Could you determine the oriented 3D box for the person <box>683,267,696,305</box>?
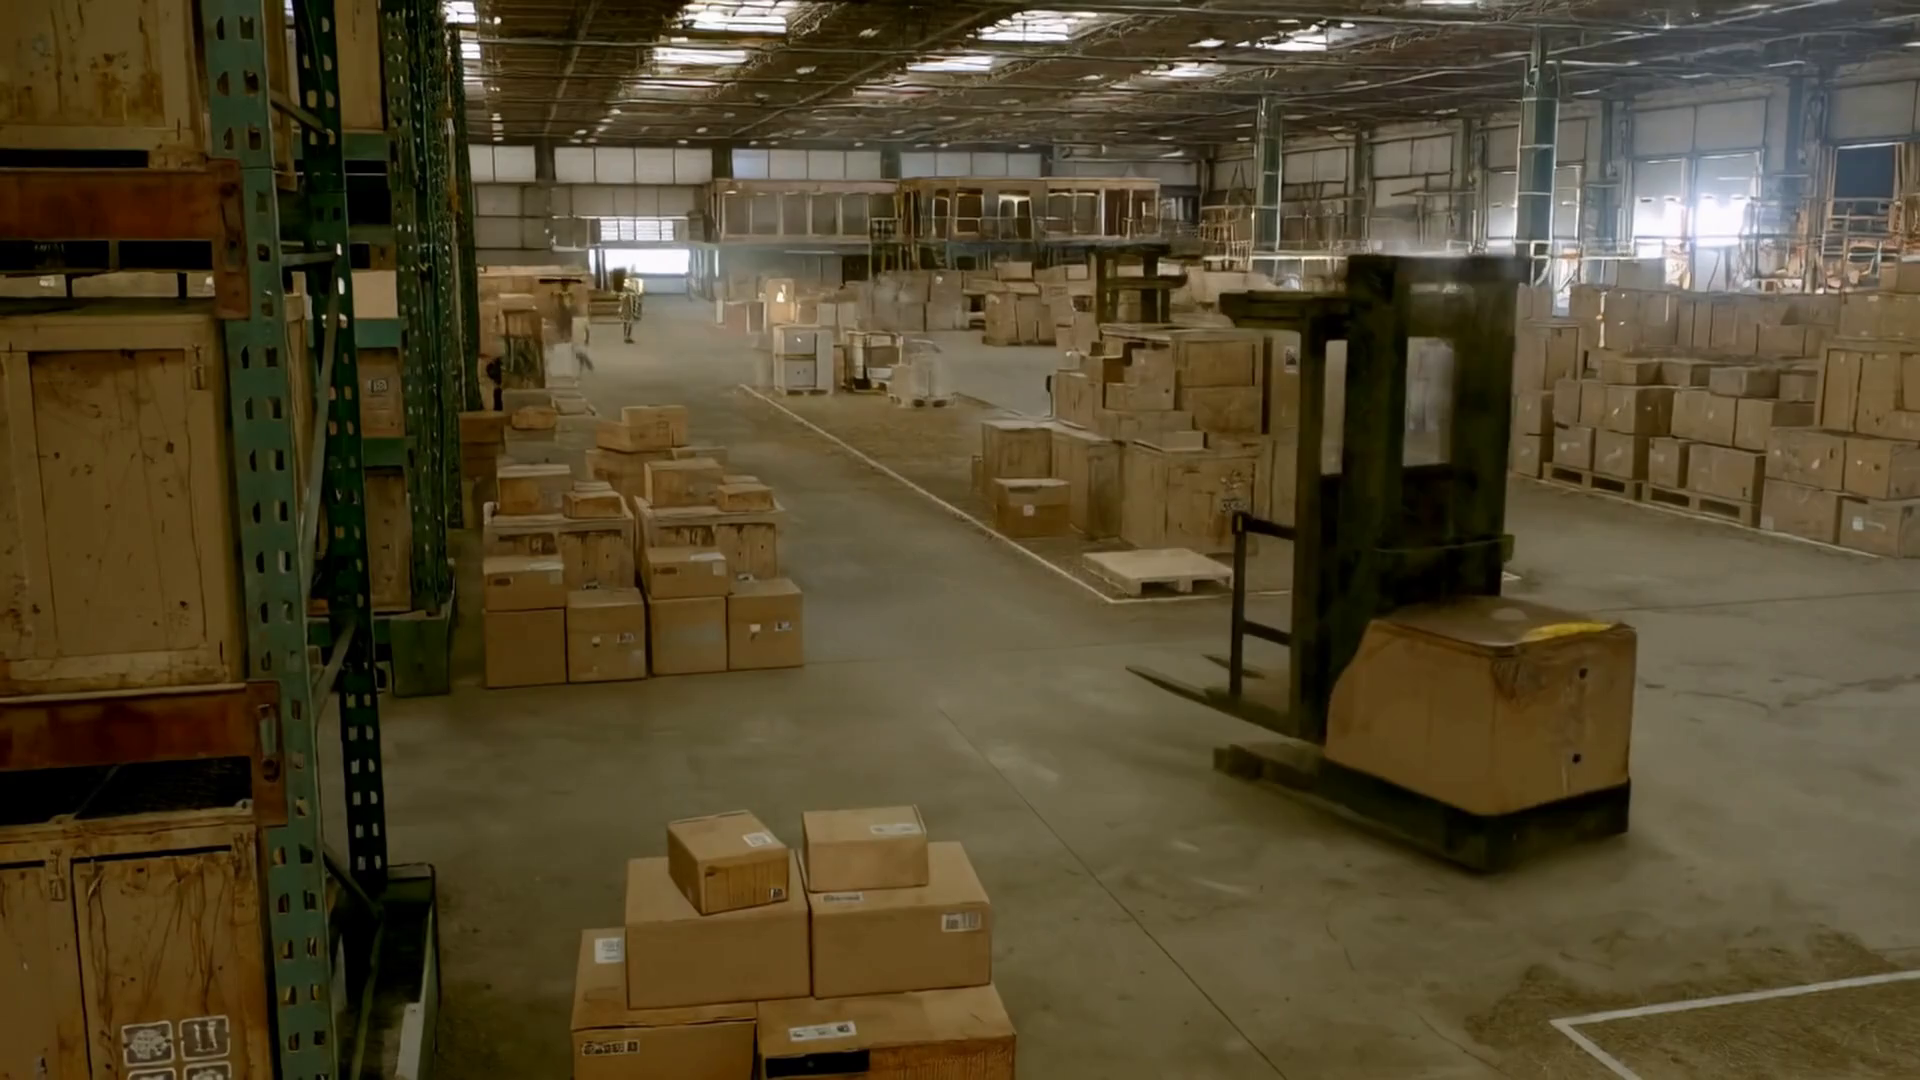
[{"bbox_3d":[-13.174,-12.366,81.045,0.593,1.870,0.451,-1,10,-8],"label":"person"}]

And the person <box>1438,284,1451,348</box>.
[{"bbox_3d":[13.652,-6.354,46.926,0.435,1.911,0.643,9,13,41],"label":"person"}]

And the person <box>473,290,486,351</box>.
[{"bbox_3d":[-11.516,-5.025,39.556,0.601,1.844,0.541,1,10,7],"label":"person"}]

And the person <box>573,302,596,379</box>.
[{"bbox_3d":[-8.192,-4.353,36.230,0.538,1.683,0.611,8,13,40],"label":"person"}]

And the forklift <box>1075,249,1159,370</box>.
[{"bbox_3d":[2.515,-3.030,25.328,1.129,2.768,1.873,-3,10,-15],"label":"forklift"}]

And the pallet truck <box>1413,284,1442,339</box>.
[{"bbox_3d":[14.620,-7.324,52.145,0.823,1.965,1.885,8,13,40],"label":"pallet truck"}]

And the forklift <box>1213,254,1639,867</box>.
[{"bbox_3d":[2.335,-0.022,8.298,1.129,2.768,1.873,-6,12,-30],"label":"forklift"}]

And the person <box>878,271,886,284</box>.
[{"bbox_3d":[-2.772,-8.658,59.702,0.382,1.993,0.622,7,12,35],"label":"person"}]

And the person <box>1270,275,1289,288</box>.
[{"bbox_3d":[10.699,-7.932,55.805,0.633,1.915,0.598,3,11,19],"label":"person"}]

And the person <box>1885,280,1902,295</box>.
[{"bbox_3d":[26.666,-6.477,47.525,0.543,1.936,0.369,-3,10,-15],"label":"person"}]

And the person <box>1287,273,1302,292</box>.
[{"bbox_3d":[13.013,-9.490,64.886,0.638,1.840,0.429,-2,10,-9],"label":"person"}]

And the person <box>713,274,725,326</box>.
[{"bbox_3d":[-8.709,-8.674,60.182,0.322,1.864,0.539,6,12,32],"label":"person"}]

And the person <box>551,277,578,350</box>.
[{"bbox_3d":[-10.938,-6.307,46.266,0.696,2.000,0.663,2,10,13],"label":"person"}]

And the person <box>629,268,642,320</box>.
[{"bbox_3d":[-12.695,-9.586,64.821,0.615,2.042,0.376,-7,12,-36],"label":"person"}]

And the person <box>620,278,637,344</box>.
[{"bbox_3d":[-9.829,-6.781,49.261,0.366,1.931,0.542,-9,14,-43],"label":"person"}]

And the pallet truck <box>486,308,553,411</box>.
[{"bbox_3d":[-6.242,-2.418,24.362,0.823,1.965,1.885,1,10,3],"label":"pallet truck"}]
